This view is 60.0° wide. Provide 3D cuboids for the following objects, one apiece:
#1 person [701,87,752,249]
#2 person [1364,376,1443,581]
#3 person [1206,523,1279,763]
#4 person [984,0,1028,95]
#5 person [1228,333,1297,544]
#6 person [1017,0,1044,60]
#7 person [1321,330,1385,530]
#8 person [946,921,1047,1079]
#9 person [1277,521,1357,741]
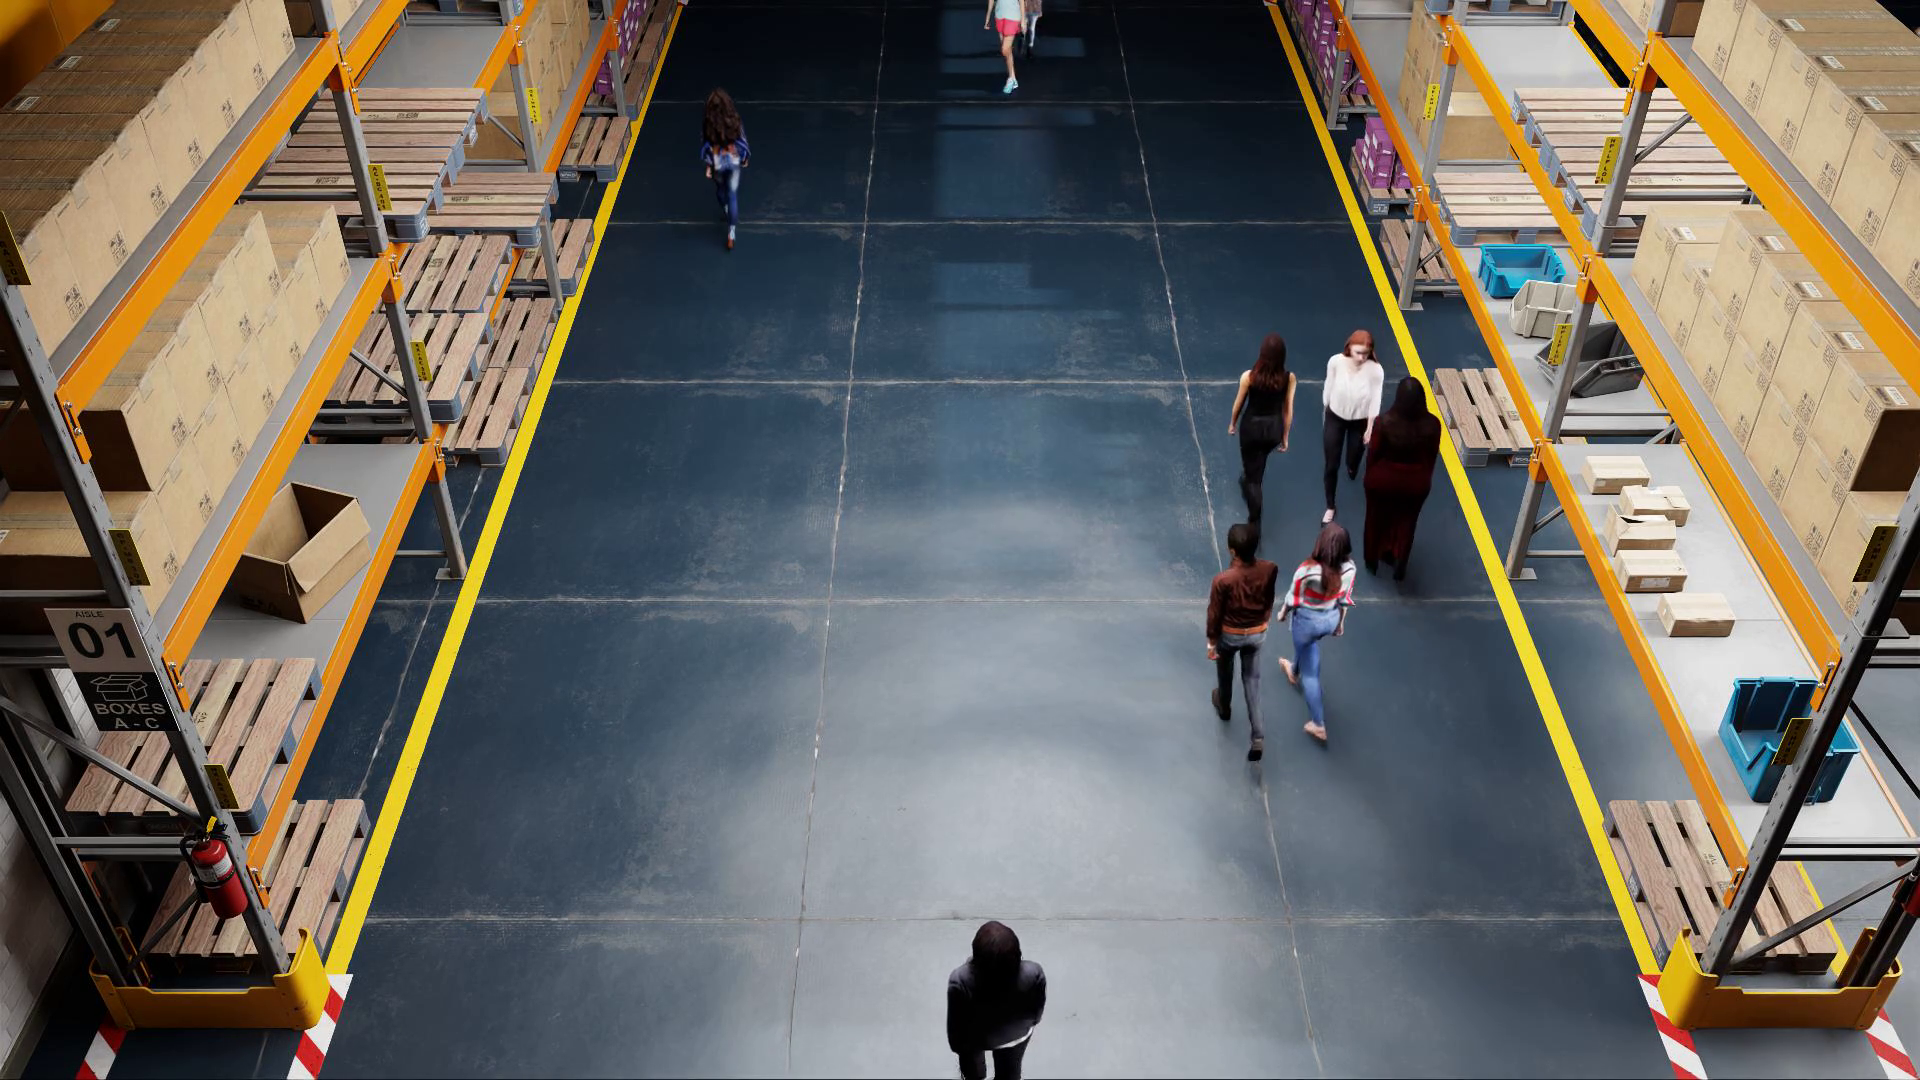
[{"bbox_3d":[-2.313,-3.653,16.432,0.705,1.575,1.041,-4,39,-5],"label":"person"},{"bbox_3d":[3.215,-0.367,12.184,0.714,1.742,0.798,5,39,7],"label":"person"},{"bbox_3d":[1.867,0.690,10.857,0.746,1.746,1.107,-4,39,-5],"label":"person"},{"bbox_3d":[0.610,-6.073,19.321,0.762,1.751,0.814,25,45,28],"label":"person"},{"bbox_3d":[2.317,-0.753,12.745,0.619,1.645,1.150,-1,39,-2],"label":"person"},{"bbox_3d":[0.831,-6.498,20.305,0.521,1.188,0.621,-5,39,-6],"label":"person"},{"bbox_3d":[3.013,-0.924,12.885,0.856,1.738,1.047,16,41,19],"label":"person"},{"bbox_3d":[0.177,2.572,8.630,0.694,1.584,0.726,-3,39,-4],"label":"person"},{"bbox_3d":[2.399,0.611,11.092,0.826,1.575,1.140,-12,40,-15],"label":"person"}]
